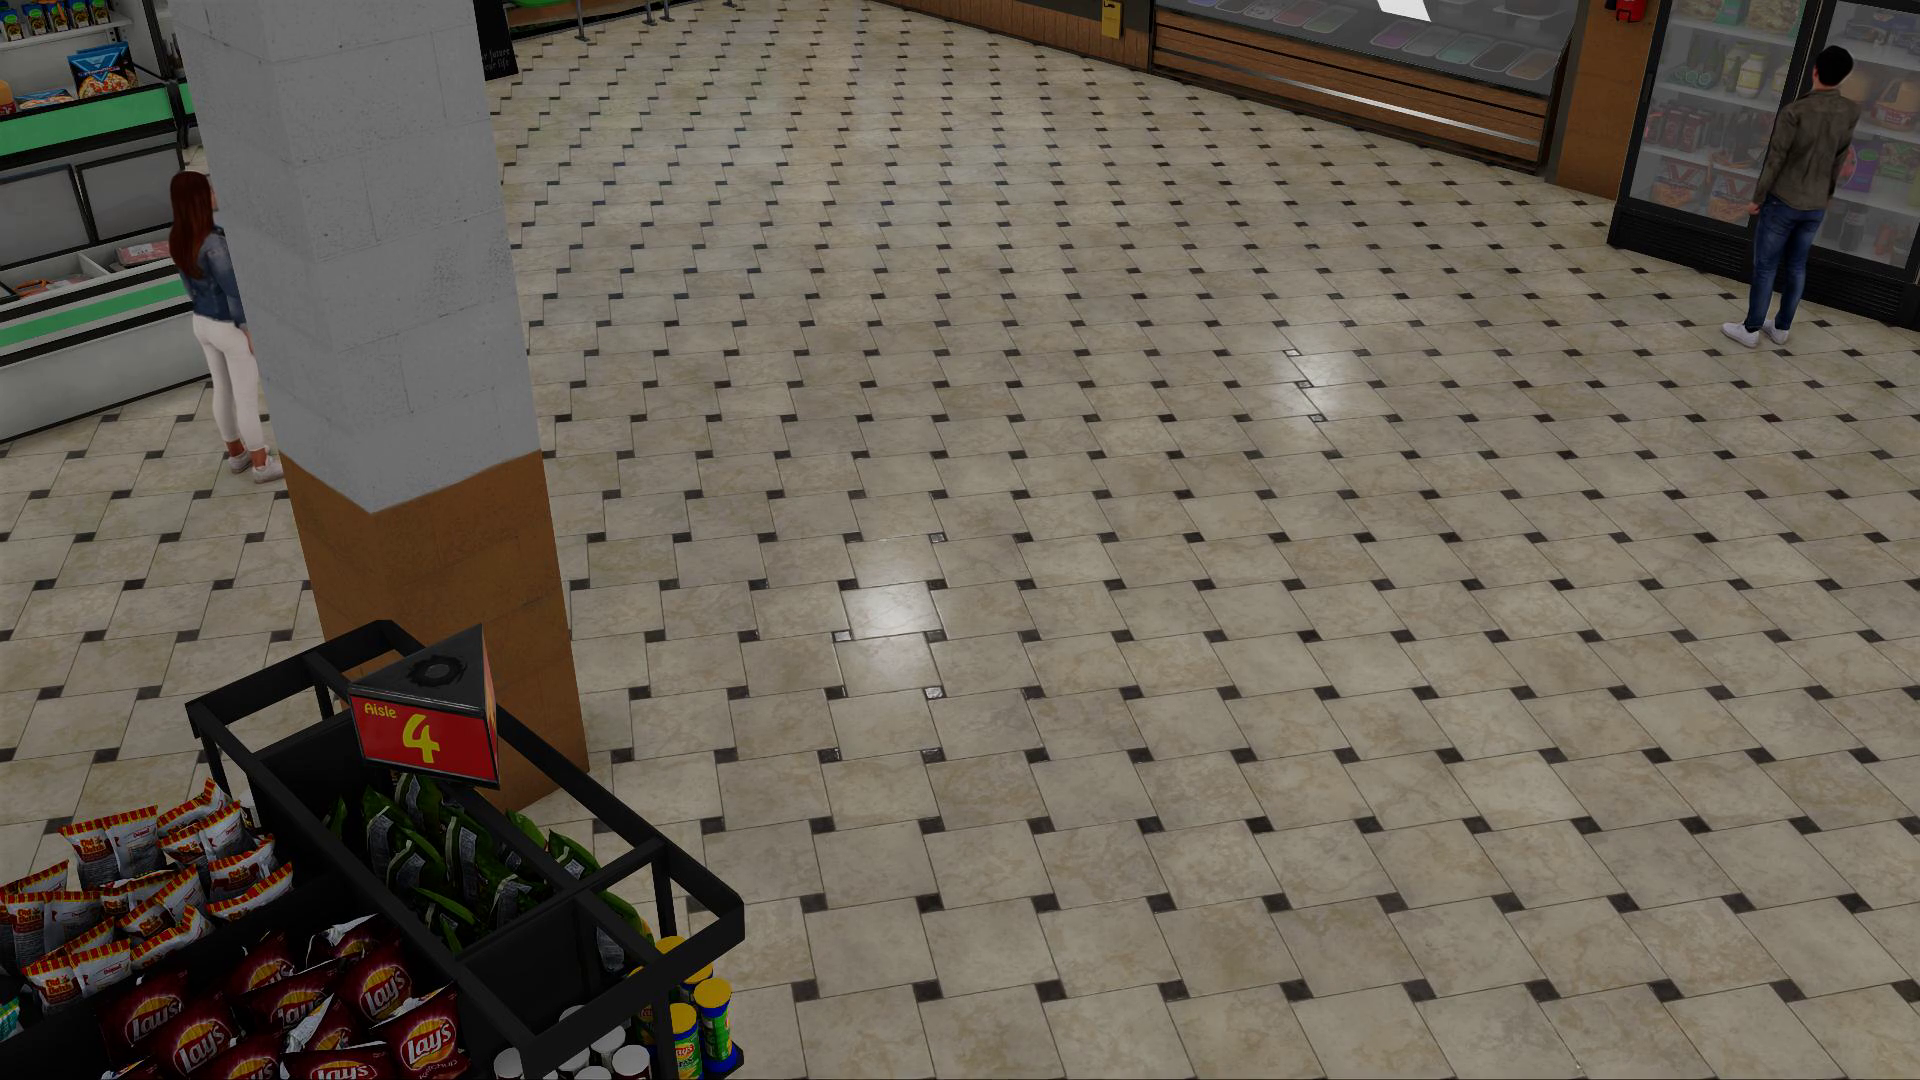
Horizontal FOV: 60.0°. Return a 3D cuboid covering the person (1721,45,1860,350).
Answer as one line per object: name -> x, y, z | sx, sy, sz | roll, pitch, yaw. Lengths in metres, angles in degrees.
person -> 5.098, -2.068, 10.147 | 0.737, 1.864, 0.851 | -6, 32, -9

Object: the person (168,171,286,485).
person -> -3.889, -1.106, 8.755 | 0.642, 1.703, 0.556 | 22, 38, 31
